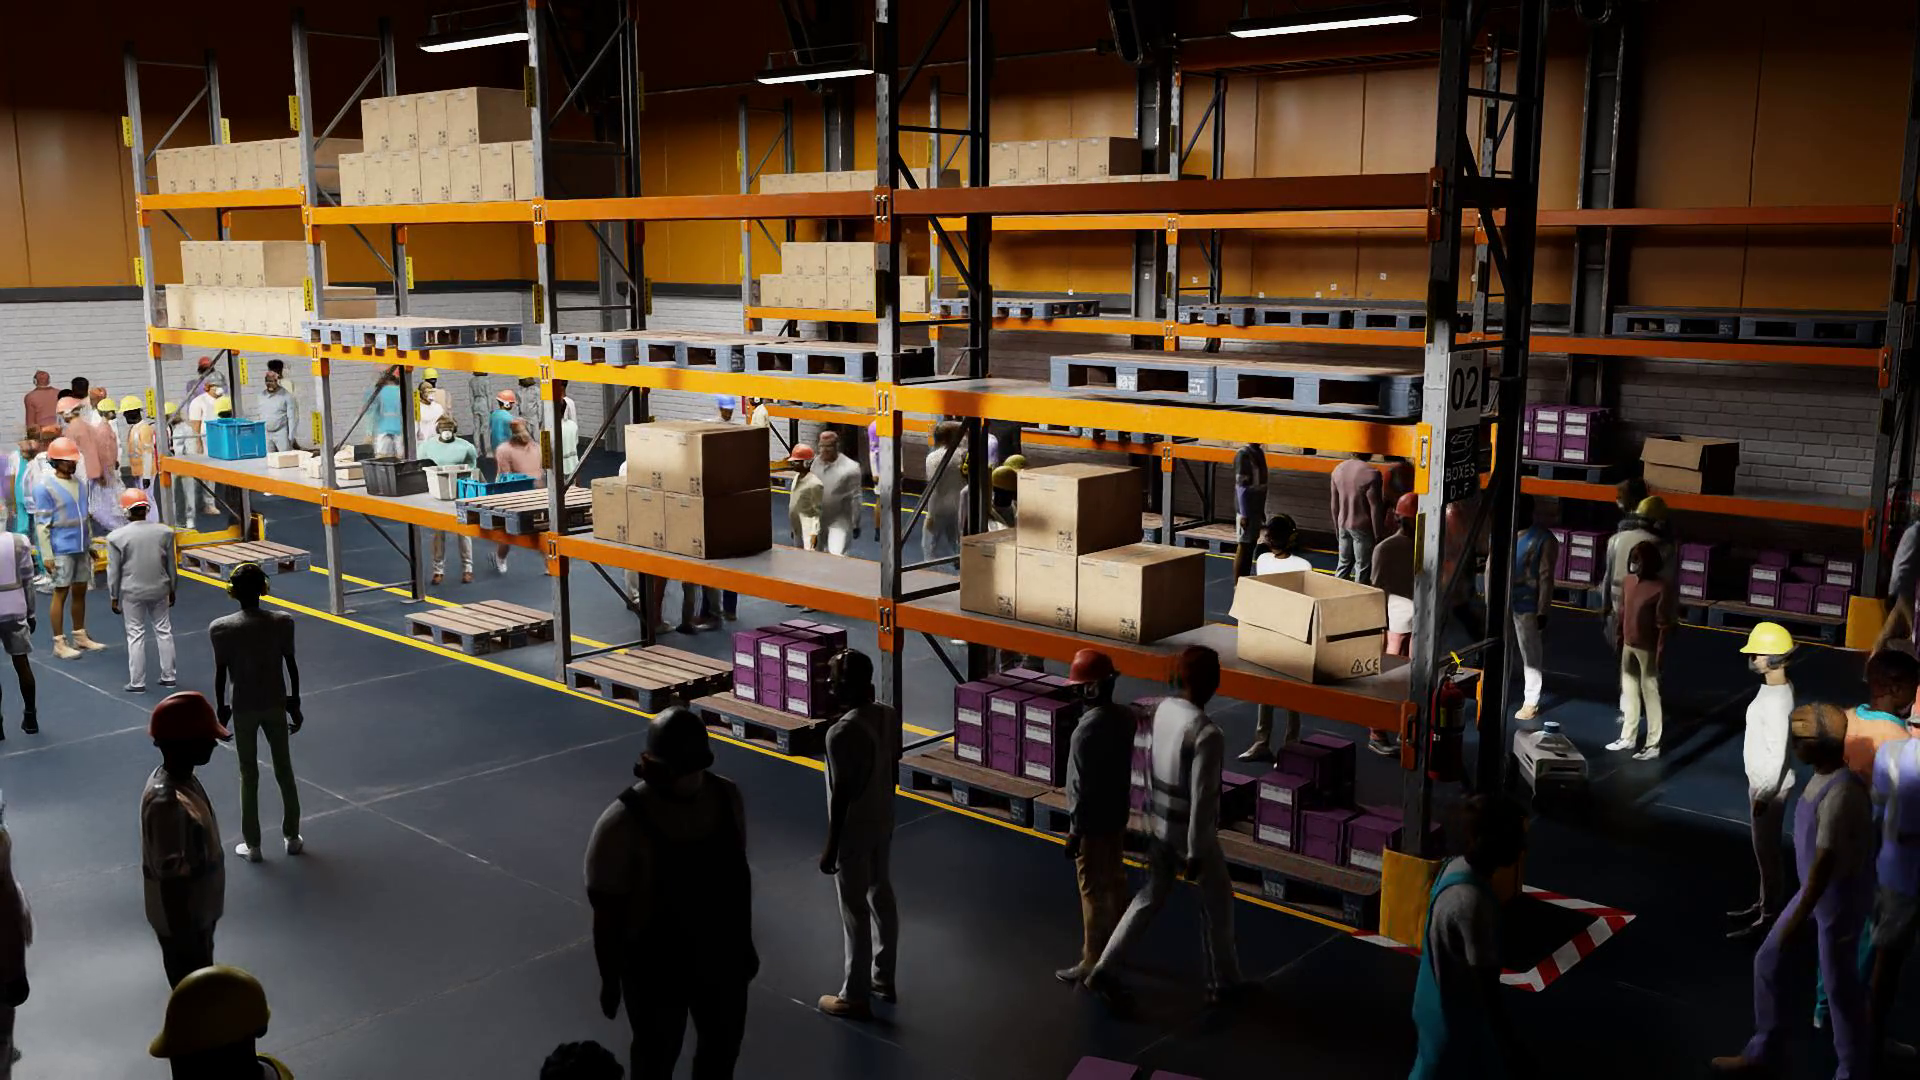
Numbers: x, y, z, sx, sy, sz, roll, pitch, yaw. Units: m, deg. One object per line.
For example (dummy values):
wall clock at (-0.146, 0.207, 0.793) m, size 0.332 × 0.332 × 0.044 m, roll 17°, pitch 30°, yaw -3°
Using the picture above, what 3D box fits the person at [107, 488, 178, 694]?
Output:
person at (-6.944, 0.424, 14.132) m, size 0.350 × 1.744 × 0.566 m, roll 9°, pitch 14°, yaw 42°

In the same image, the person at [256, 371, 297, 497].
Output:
person at (-10.345, -1.602, 25.163) m, size 0.642 × 1.900 × 0.400 m, roll 2°, pitch 10°, yaw 13°

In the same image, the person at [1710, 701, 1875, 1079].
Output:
person at (3.682, 1.602, 7.284) m, size 0.767 × 1.806 × 0.546 m, roll 2°, pitch 10°, yaw 13°

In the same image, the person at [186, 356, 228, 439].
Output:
person at (-12.053, -1.933, 26.679) m, size 0.667 × 2.017 × 0.579 m, roll -6°, pitch 12°, yaw -32°

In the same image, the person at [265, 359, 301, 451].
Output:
person at (-11.142, -2.012, 27.343) m, size 0.674 × 1.941 × 0.630 m, roll 4°, pitch 11°, yaw 20°

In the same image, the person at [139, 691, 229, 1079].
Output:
person at (-3.255, 1.581, 7.082) m, size 0.376 × 1.931 × 0.541 m, roll -4°, pitch 11°, yaw -20°

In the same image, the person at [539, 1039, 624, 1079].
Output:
person at (-1.000, 2.148, 4.516) m, size 0.540 × 1.695 × 0.317 m, roll -4°, pitch 11°, yaw -19°

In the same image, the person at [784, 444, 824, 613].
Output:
person at (-1.613, -0.124, 17.201) m, size 0.326 × 1.752 × 0.561 m, roll -6°, pitch 12°, yaw -31°

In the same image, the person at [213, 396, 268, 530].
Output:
person at (-9.194, -0.891, 21.109) m, size 0.620 × 1.904 × 0.700 m, roll 9°, pitch 14°, yaw 42°

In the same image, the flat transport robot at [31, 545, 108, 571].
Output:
flat transport robot at (-10.498, 0.187, 19.638) m, size 1.431 × 0.197 × 0.652 m, roll 6°, pitch 12°, yaw 30°

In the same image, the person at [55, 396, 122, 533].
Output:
person at (-10.678, -0.795, 20.468) m, size 0.864 × 1.957 × 0.678 m, roll 0°, pitch 10°, yaw 1°

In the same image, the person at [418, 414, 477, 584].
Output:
person at (-5.707, -0.455, 18.607) m, size 0.627 × 1.931 × 0.387 m, roll -2°, pitch 10°, yaw -13°

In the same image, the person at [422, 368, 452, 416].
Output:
person at (-8.054, -1.669, 25.447) m, size 0.380 × 1.924 × 0.593 m, roll 8°, pitch 13°, yaw 37°

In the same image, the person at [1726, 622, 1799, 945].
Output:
person at (4.359, 1.315, 9.041) m, size 0.326 × 1.765 × 0.533 m, roll 5°, pitch 11°, yaw 26°

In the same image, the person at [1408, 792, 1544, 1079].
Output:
person at (1.925, 1.806, 6.188) m, size 0.953 × 1.787 × 0.496 m, roll 3°, pitch 11°, yaw 17°

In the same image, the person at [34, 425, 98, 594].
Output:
person at (-9.744, -0.322, 18.068) m, size 0.585 × 1.859 × 0.659 m, roll 0°, pitch 10°, yaw 3°

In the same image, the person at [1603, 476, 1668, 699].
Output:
person at (5.549, 0.434, 13.605) m, size 0.718 × 1.909 × 0.449 m, roll -8°, pitch 13°, yaw -38°

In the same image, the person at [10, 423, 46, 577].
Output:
person at (-10.432, -0.393, 18.654) m, size 0.527 × 1.795 × 0.707 m, roll 0°, pitch 10°, yaw -3°

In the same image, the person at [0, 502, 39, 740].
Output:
person at (-7.386, 0.570, 12.761) m, size 0.356 × 1.938 × 0.544 m, roll 9°, pitch 14°, yaw 42°

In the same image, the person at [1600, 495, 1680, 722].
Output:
person at (5.500, 0.540, 13.285) m, size 0.658 × 1.806 × 0.632 m, roll -6°, pitch 12°, yaw -29°

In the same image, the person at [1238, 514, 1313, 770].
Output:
person at (2.304, 0.731, 12.061) m, size 0.327 × 1.865 × 0.520 m, roll -9°, pitch 14°, yaw -43°

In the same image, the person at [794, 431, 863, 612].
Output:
person at (-1.372, -0.178, 17.128) m, size 0.662 × 1.889 × 0.525 m, roll 4°, pitch 11°, yaw 20°

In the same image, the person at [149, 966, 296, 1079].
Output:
person at (-1.895, 2.047, 4.471) m, size 0.397 × 1.919 × 0.591 m, roll -6°, pitch 11°, yaw -29°

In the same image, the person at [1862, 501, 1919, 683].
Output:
person at (8.072, 0.434, 14.134) m, size 0.644 × 1.713 × 0.582 m, roll 7°, pitch 12°, yaw 33°

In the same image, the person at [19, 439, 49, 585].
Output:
person at (-10.331, -0.319, 18.636) m, size 0.311 × 1.638 × 0.517 m, roll -8°, pitch 13°, yaw -37°

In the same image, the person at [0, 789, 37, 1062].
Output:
person at (-4.537, 1.510, 7.625) m, size 0.421 × 1.867 × 0.602 m, roll 0°, pitch 10°, yaw 2°

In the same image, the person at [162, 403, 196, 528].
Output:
person at (-10.401, -0.960, 22.039) m, size 0.512 × 1.700 × 0.835 m, roll -1°, pitch 10°, yaw -5°

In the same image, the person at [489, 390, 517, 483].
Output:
person at (-6.471, -1.271, 23.739) m, size 0.574 × 1.737 × 0.354 m, roll 10°, pitch 14°, yaw 44°

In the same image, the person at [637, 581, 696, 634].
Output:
person at (-2.873, -0.007, 16.392) m, size 0.577 × 1.796 × 0.942 m, roll -8°, pitch 13°, yaw -39°

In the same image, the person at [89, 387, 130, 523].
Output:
person at (-11.626, -1.146, 22.674) m, size 0.589 × 1.873 × 0.361 m, roll 9°, pitch 13°, yaw 41°

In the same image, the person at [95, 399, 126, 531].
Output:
person at (-11.323, -1.001, 22.154) m, size 0.334 × 1.761 × 0.527 m, roll -5°, pitch 11°, yaw -24°

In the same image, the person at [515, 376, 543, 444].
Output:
person at (-7.258, -2.019, 27.984) m, size 0.492 × 1.731 × 0.324 m, roll 3°, pitch 10°, yaw 15°

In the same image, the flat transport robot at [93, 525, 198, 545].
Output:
flat transport robot at (-10.073, 0.021, 20.571) m, size 0.652 × 0.197 × 1.431 m, roll 6°, pitch 12°, yaw 30°
